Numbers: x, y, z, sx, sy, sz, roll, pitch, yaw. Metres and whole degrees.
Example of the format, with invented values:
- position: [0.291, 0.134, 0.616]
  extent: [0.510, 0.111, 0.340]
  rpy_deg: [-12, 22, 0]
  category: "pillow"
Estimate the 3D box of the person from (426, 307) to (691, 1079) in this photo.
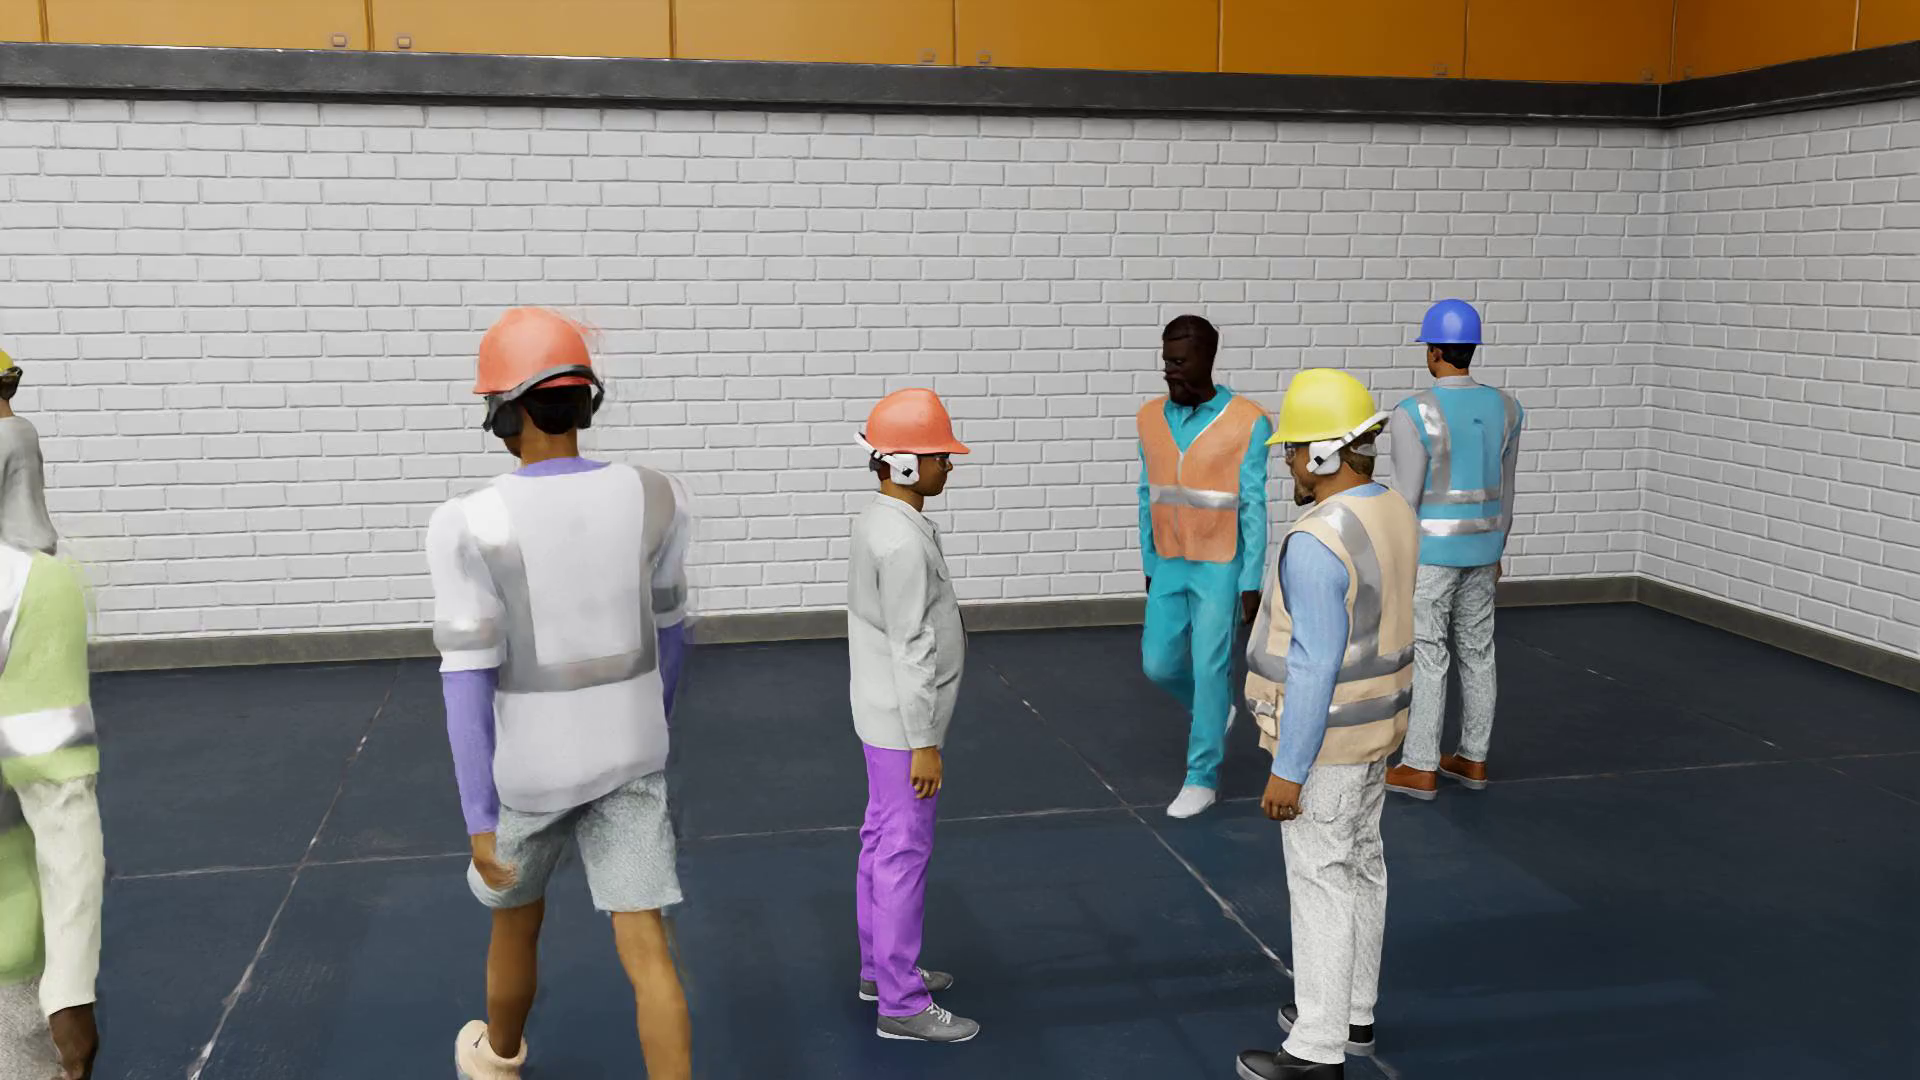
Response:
- position: [-0.882, 0.480, 3.749]
  extent: [0.614, 1.990, 1.066]
  rpy_deg: [-6, 11, -32]
  category: "person"

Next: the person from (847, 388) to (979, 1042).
- position: [-0.135, 0.466, 4.509]
  extent: [0.324, 1.752, 0.561]
  rpy_deg: [-2, 10, -12]
  category: "person"

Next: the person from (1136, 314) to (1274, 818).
- position: [0.947, 0.087, 6.386]
  extent: [0.595, 1.899, 0.539]
  rpy_deg: [7, 12, 38]
  category: "person"

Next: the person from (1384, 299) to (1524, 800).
- position: [1.898, 0.042, 6.503]
  extent: [0.602, 1.949, 0.387]
  rpy_deg: [-4, 10, -25]
  category: "person"

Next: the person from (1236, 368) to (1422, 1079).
- position: [0.921, 0.481, 4.198]
  extent: [0.403, 1.826, 0.586]
  rpy_deg: [6, 11, 32]
  category: "person"

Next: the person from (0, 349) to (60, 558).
- position: [-4.019, 0.052, 7.027]
  extent: [0.363, 1.755, 0.543]
  rpy_deg: [-2, 9, -11]
  category: "person"

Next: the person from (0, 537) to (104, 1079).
- position: [-1.621, 0.674, 2.502]
  extent: [0.613, 2.004, 0.976]
  rpy_deg: [-3, 10, -16]
  category: "person"
